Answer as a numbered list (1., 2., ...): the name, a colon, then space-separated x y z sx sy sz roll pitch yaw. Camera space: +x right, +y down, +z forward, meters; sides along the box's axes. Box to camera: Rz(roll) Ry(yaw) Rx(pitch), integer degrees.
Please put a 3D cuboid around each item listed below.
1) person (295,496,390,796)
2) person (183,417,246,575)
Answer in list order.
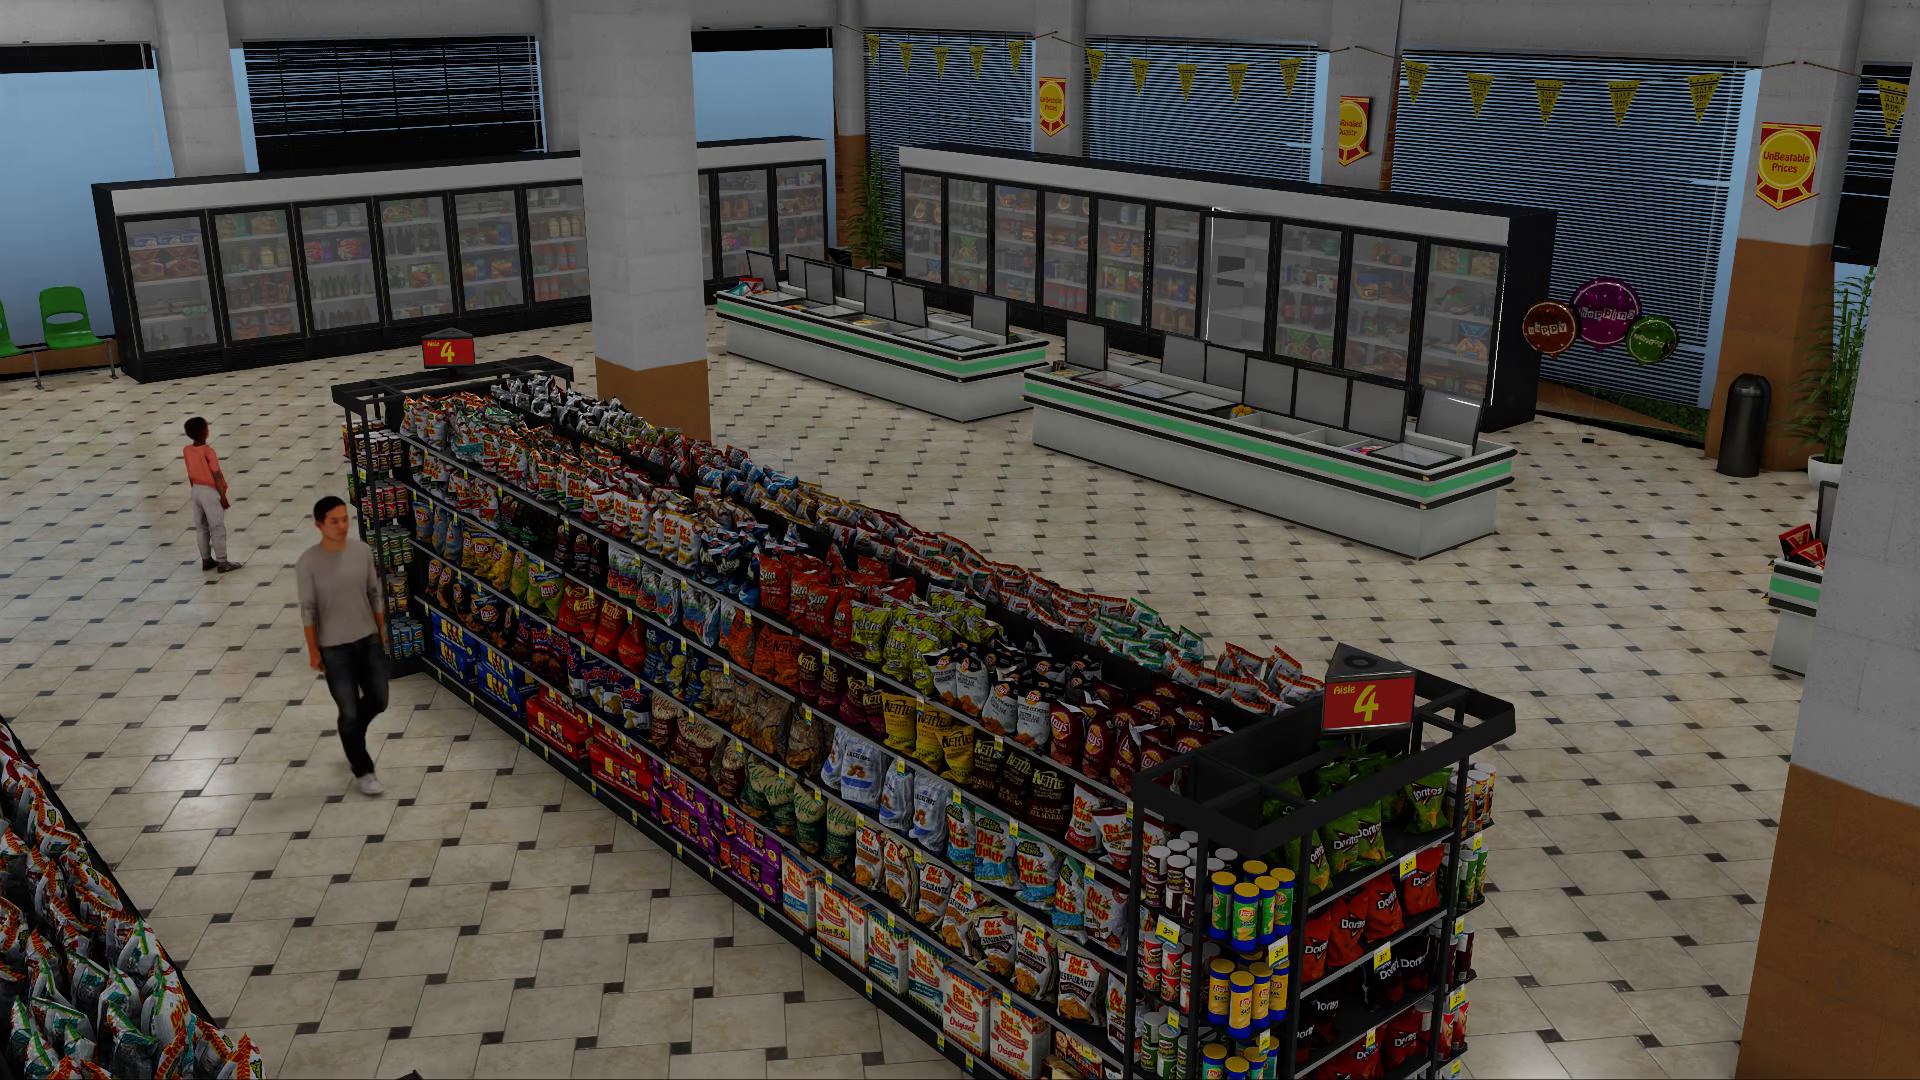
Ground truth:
1. person: -3.674 0.591 9.908 0.674 1.802 0.878 -17 25 -41
2. person: -6.128 -0.369 13.528 0.529 1.308 0.617 8 20 22
